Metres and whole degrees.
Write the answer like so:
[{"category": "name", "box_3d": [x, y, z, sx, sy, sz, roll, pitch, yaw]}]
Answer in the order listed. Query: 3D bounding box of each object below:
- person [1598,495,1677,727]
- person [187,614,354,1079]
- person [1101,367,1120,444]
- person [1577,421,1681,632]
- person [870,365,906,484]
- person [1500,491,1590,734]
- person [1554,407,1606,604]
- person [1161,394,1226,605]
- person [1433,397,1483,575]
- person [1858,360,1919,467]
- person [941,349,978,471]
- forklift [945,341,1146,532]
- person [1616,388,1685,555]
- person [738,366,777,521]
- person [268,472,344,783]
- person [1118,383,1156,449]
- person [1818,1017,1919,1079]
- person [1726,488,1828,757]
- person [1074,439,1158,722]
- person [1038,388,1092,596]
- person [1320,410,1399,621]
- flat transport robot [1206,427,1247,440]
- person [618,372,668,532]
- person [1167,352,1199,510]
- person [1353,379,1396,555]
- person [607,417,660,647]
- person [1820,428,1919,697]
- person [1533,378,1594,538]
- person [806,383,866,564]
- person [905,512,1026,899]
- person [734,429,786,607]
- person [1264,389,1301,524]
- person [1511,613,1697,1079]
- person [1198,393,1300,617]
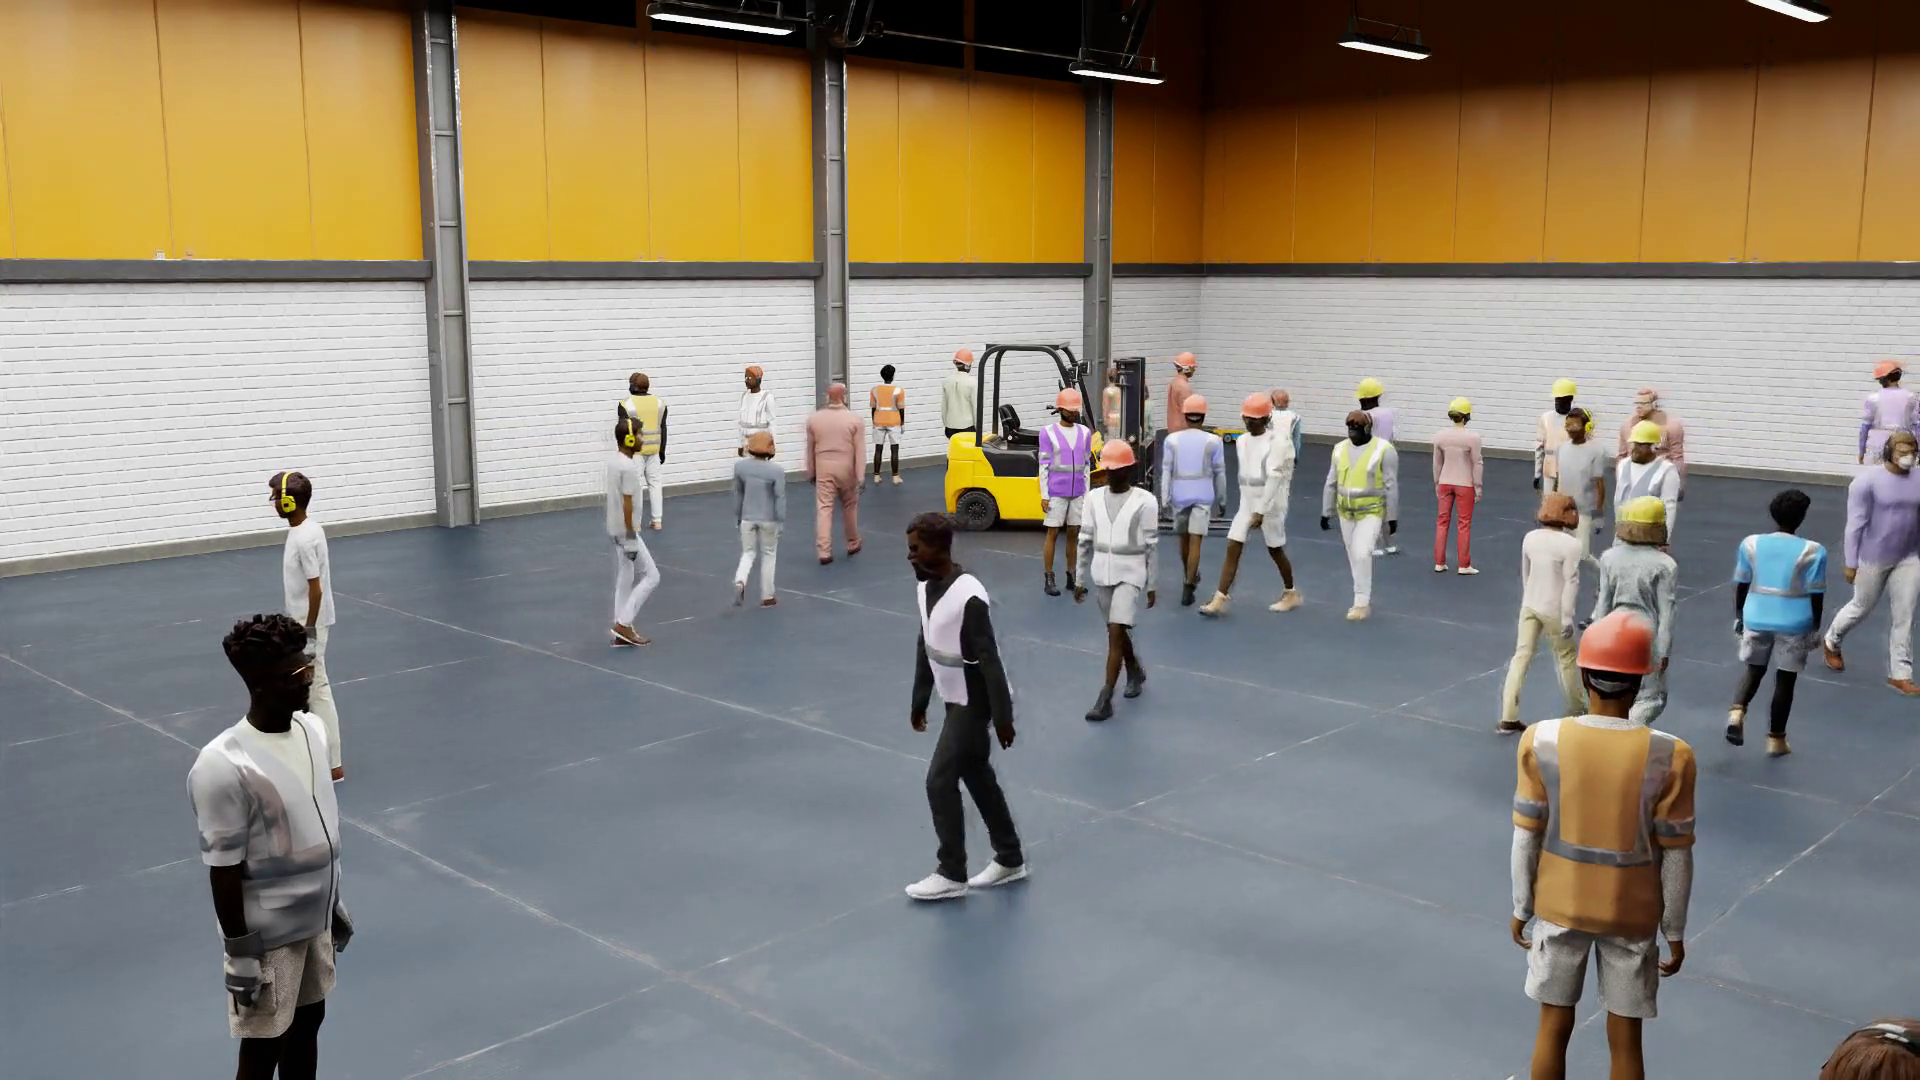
[{"category": "person", "box_3d": [3.914, 0.600, 9.721, 0.578, 1.729, 0.488, -7, 11, -35]}, {"category": "person", "box_3d": [-2.155, 1.198, 5.307, 0.367, 1.966, 0.607, 1, 9, 9]}, {"category": "person", "box_3d": [2.264, -1.672, 23.927, 0.527, 1.623, 0.535, -6, 11, -33]}, {"category": "person", "box_3d": [5.490, -0.066, 13.566, 0.904, 1.791, 0.623, -6, 11, -32]}, {"category": "person", "box_3d": [-1.013, -1.629, 23.491, 0.524, 1.690, 0.320, 3, 10, 16]}, {"category": "person", "box_3d": [3.896, 0.471, 10.901, 0.842, 1.585, 0.519, -5, 11, -28]}, {"category": "person", "box_3d": [5.475, -0.266, 14.690, 0.746, 1.849, 0.523, -7, 12, -38]}, {"category": "person", "box_3d": [2.162, -0.393, 15.305, 0.570, 1.881, 0.981, 3, 10, 18]}, {"category": "person", "box_3d": [4.945, -0.534, 16.528, 0.524, 1.772, 0.301, 9, 13, 43]}, {"category": "person", "box_3d": [10.669, -1.061, 19.072, 0.665, 1.995, 0.514, 5, 10, 27]}, {"category": "person", "box_3d": [0.036, -1.504, 21.787, 0.612, 1.995, 0.393, 7, 12, 37]}, {"category": "forklift", "box_3d": [0.977, -1.223, 19.452, 2.313, 2.155, 1.214, 2, 9, 11]}, {"category": "person", "box_3d": [6.815, -0.563, 16.433, 0.541, 1.870, 0.656, -7, 11, -36]}, {"category": "person", "box_3d": [-2.442, -1.138, 19.880, 0.584, 1.882, 0.345, 8, 12, 39]}, {"category": "person", "box_3d": [-3.842, 0.524, 9.771, 0.329, 1.860, 0.513, -4, 10, -21]}, {"category": "person", "box_3d": [2.297, -1.330, 21.936, 0.519, 1.600, 0.764, -3, 10, -18]}, {"category": "person", "box_3d": [1.496, 1.675, 2.762, 0.429, 1.844, 0.627, -7, 12, -36]}, {"category": "person", "box_3d": [5.049, 0.525, 10.295, 0.421, 1.688, 0.536, -8, 13, -42]}, {"category": "person", "box_3d": [1.097, 0.233, 11.462, 0.560, 1.896, 0.984, 5, 11, 30]}, {"category": "person", "box_3d": [0.996, -0.451, 15.513, 0.544, 1.935, 0.361, -4, 10, -25]}, {"category": "person", "box_3d": [3.413, -0.212, 14.392, 0.670, 1.820, 0.658, -8, 12, -41]}, {"category": "flat transport robot", "box_3d": [5.062, -1.857, 29.219, 1.431, 0.197, 0.652, 3, 10, 16]}, {"category": "person", "box_3d": [-3.694, -1.018, 19.273, 0.634, 1.842, 0.429, -7, 12, -39]}, {"category": "person", "box_3d": [2.816, -1.384, 21.054, 0.396, 1.993, 0.654, -1, 9, -6]}, {"category": "person", "box_3d": [4.394, -0.762, 17.590, 0.381, 1.893, 0.715, 9, 13, 43]}, {"category": "person", "box_3d": [-2.620, -0.050, 13.296, 0.397, 1.855, 0.561, -4, 10, -25]}, {"category": "person", "box_3d": [6.697, 0.122, 12.110, 0.640, 1.912, 0.921, -1, 9, -5]}, {"category": "person", "box_3d": [6.136, -0.687, 16.982, 0.382, 1.924, 0.594, -9, 13, -42]}, {"category": "person", "box_3d": [-1.277, -0.709, 17.343, 0.664, 1.852, 0.986, 2, 9, 11]}, {"category": "person", "box_3d": [-0.011, 0.798, 8.041, 0.783, 1.871, 0.610, -3, 10, -18]}, {"category": "person", "box_3d": [-1.797, -0.174, 14.773, 0.523, 1.616, 0.535, 3, 10, 16]}, {"category": "person", "box_3d": [3.764, -0.969, 19.627, 0.538, 1.620, 0.363, -1, 9, -4]}, {"category": "person", "box_3d": [2.083, 1.193, 5.428, 0.551, 1.934, 0.362, 4, 10, 25]}, {"category": "person", "box_3d": [2.588, -0.297, 14.497, 1.051, 1.976, 0.595, -7, 12, -37]}]
